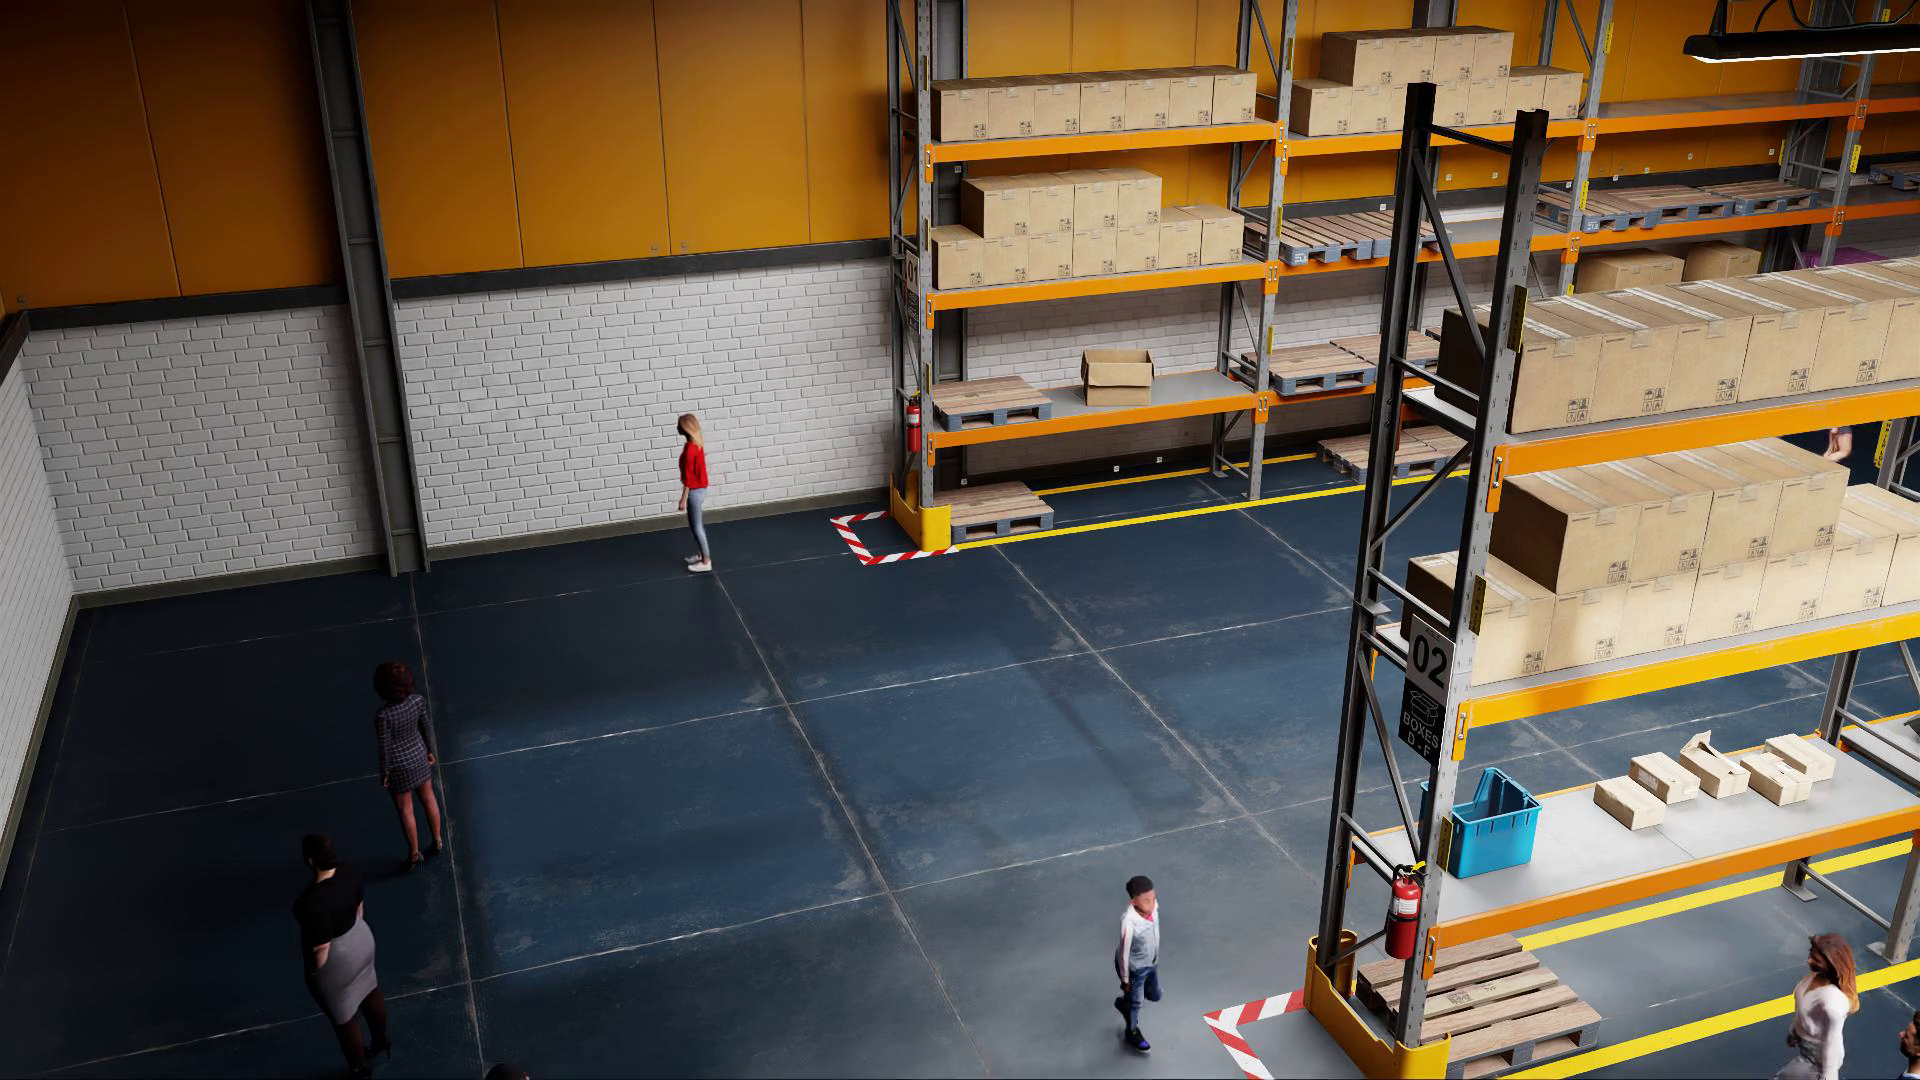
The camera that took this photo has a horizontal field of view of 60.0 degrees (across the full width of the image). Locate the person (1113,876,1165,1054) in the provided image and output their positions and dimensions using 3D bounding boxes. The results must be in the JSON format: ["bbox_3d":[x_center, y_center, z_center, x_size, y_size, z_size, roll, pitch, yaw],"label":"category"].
[{"bbox_3d":[1.097,2.643,10.584,0.629,1.249,0.670,-21,31,-40],"label":"person"}]

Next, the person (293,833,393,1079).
[{"bbox_3d":[-3.770,2.551,10.158,0.808,1.758,0.781,6,24,13],"label":"person"}]

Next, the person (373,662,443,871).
[{"bbox_3d":[-4.075,1.663,12.260,0.767,1.702,0.665,16,28,32],"label":"person"}]

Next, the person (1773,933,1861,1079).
[{"bbox_3d":[4.869,2.953,9.299,1.159,1.710,1.050,9,25,19],"label":"person"}]

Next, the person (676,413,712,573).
[{"bbox_3d":[-2.715,-0.480,17.164,0.667,1.702,0.696,0,24,0],"label":"person"}]
